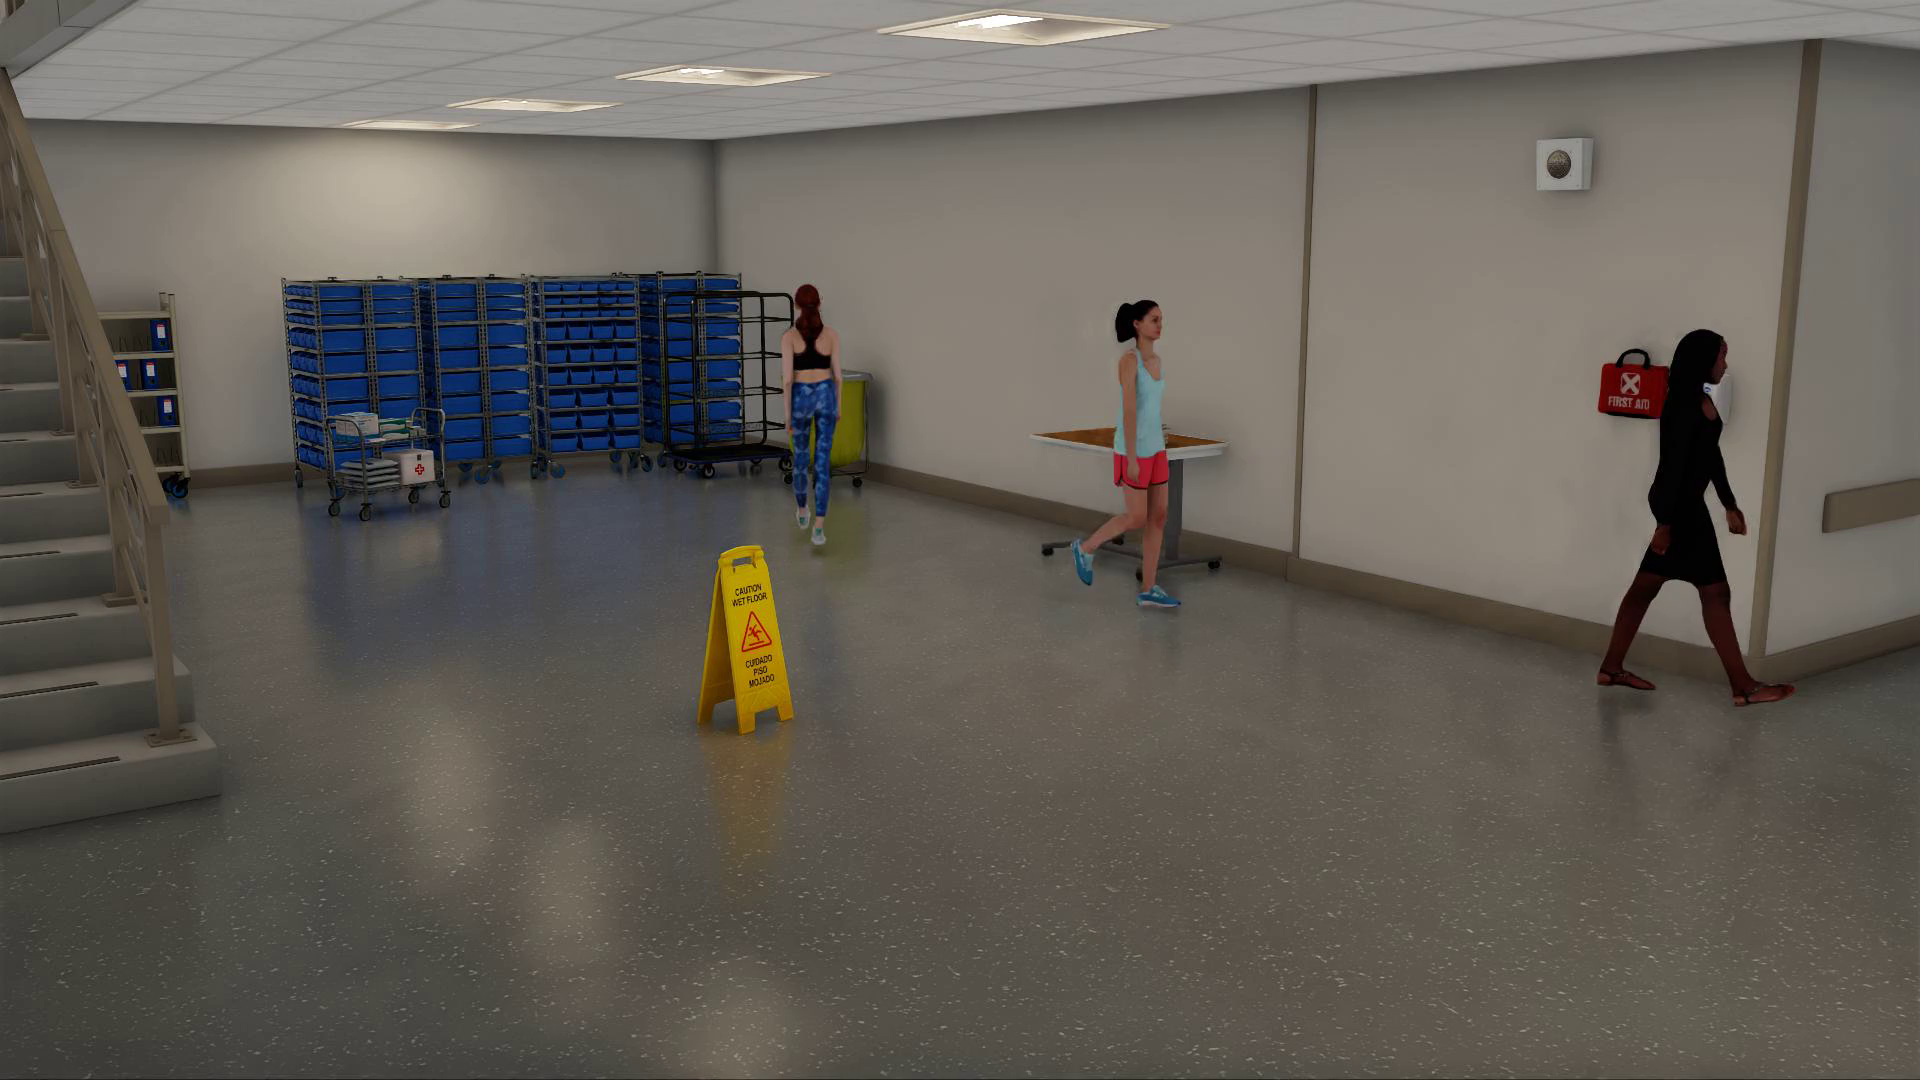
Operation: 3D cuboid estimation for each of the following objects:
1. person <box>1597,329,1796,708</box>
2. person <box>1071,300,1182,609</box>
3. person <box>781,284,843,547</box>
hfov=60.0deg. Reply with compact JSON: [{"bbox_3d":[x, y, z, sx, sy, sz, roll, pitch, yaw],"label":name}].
[{"bbox_3d":[3.206,-0.089,7.626,1.154,1.683,0.929,6,12,27],"label":"person"},{"bbox_3d":[0.955,-0.475,9.482,0.999,1.750,0.760,8,13,37],"label":"person"},{"bbox_3d":[-0.975,-0.804,11.252,0.976,1.735,1.237,-1,11,-6],"label":"person"}]
